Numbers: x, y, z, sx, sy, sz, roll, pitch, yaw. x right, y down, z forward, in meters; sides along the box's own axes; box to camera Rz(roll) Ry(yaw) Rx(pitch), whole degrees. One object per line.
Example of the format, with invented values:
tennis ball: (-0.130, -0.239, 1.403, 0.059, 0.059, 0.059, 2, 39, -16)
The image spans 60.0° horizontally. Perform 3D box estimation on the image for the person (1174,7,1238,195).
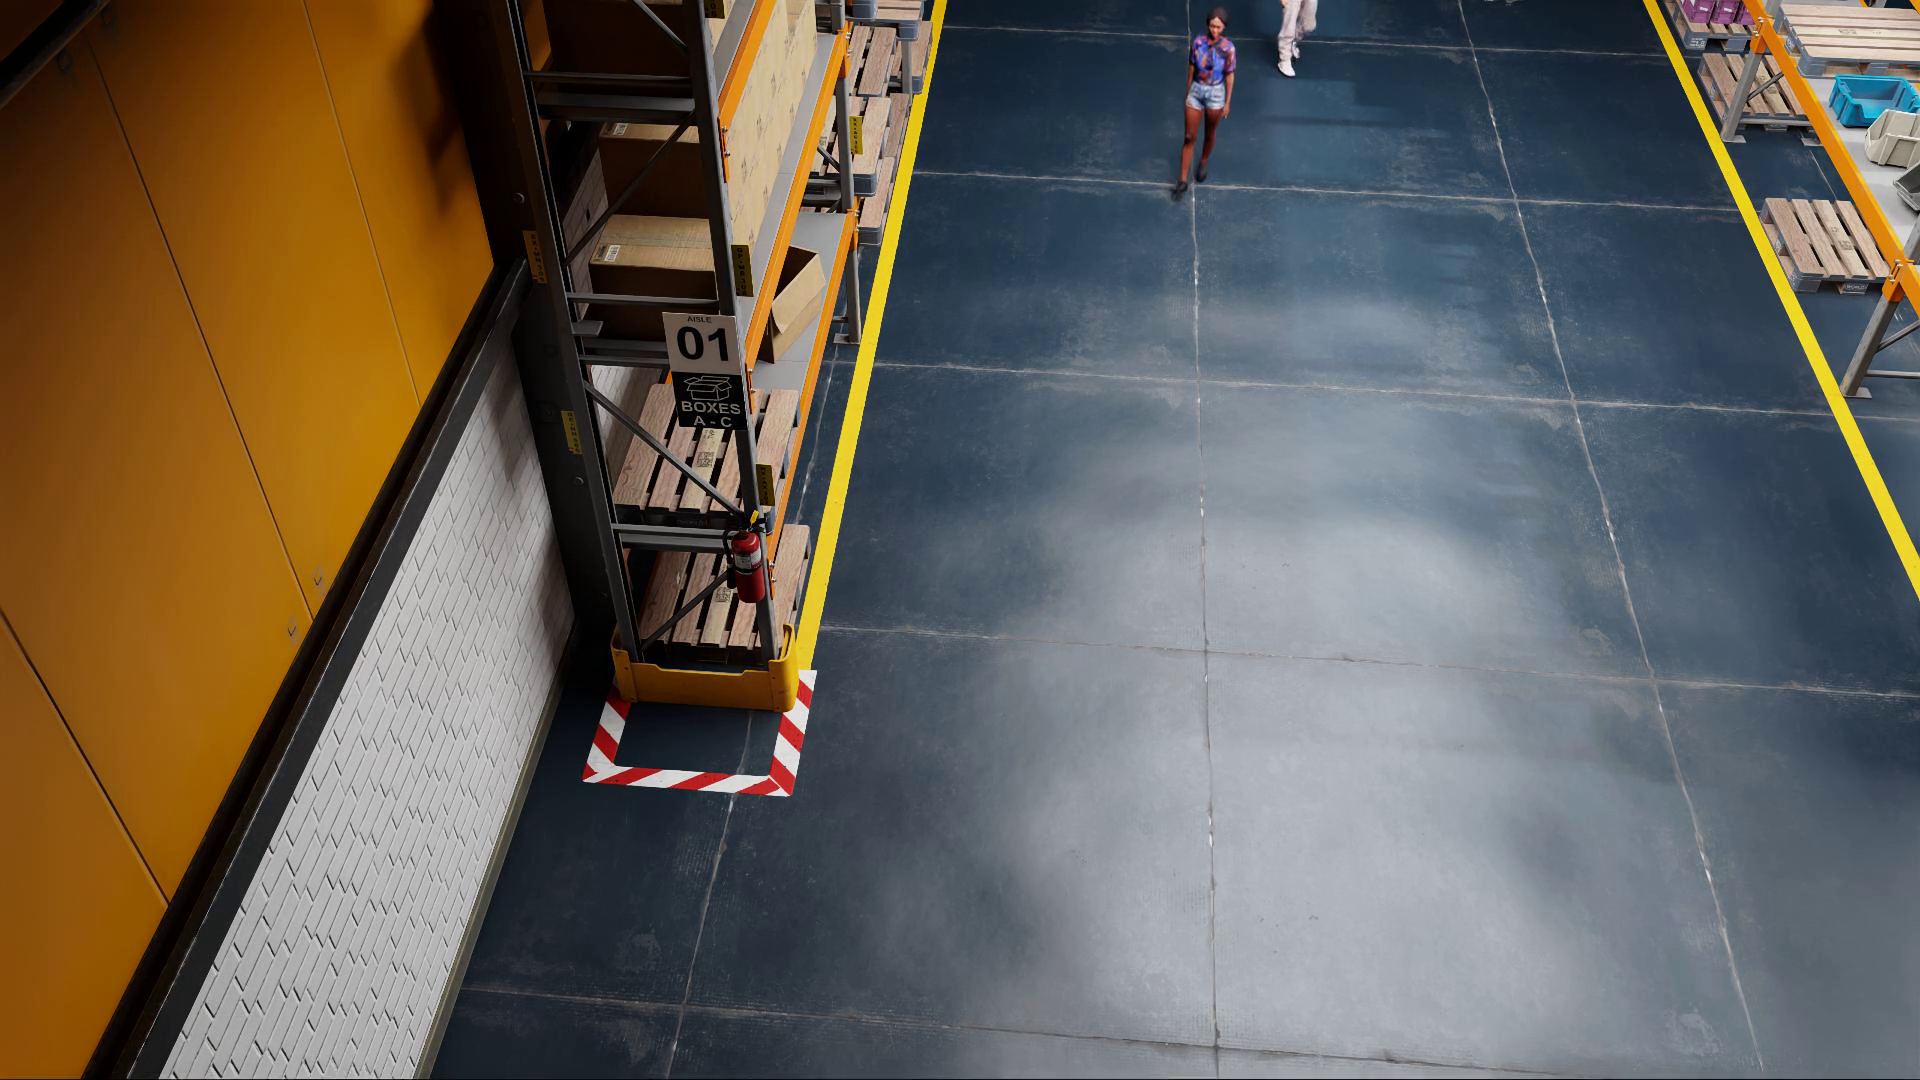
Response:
person: (2.283, -4.070, 15.231, 0.736, 1.718, 1.005, 13, 45, 13)

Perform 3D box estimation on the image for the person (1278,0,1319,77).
person: (3.417, -5.608, 16.871, 0.777, 1.683, 0.859, -12, 45, -12)
